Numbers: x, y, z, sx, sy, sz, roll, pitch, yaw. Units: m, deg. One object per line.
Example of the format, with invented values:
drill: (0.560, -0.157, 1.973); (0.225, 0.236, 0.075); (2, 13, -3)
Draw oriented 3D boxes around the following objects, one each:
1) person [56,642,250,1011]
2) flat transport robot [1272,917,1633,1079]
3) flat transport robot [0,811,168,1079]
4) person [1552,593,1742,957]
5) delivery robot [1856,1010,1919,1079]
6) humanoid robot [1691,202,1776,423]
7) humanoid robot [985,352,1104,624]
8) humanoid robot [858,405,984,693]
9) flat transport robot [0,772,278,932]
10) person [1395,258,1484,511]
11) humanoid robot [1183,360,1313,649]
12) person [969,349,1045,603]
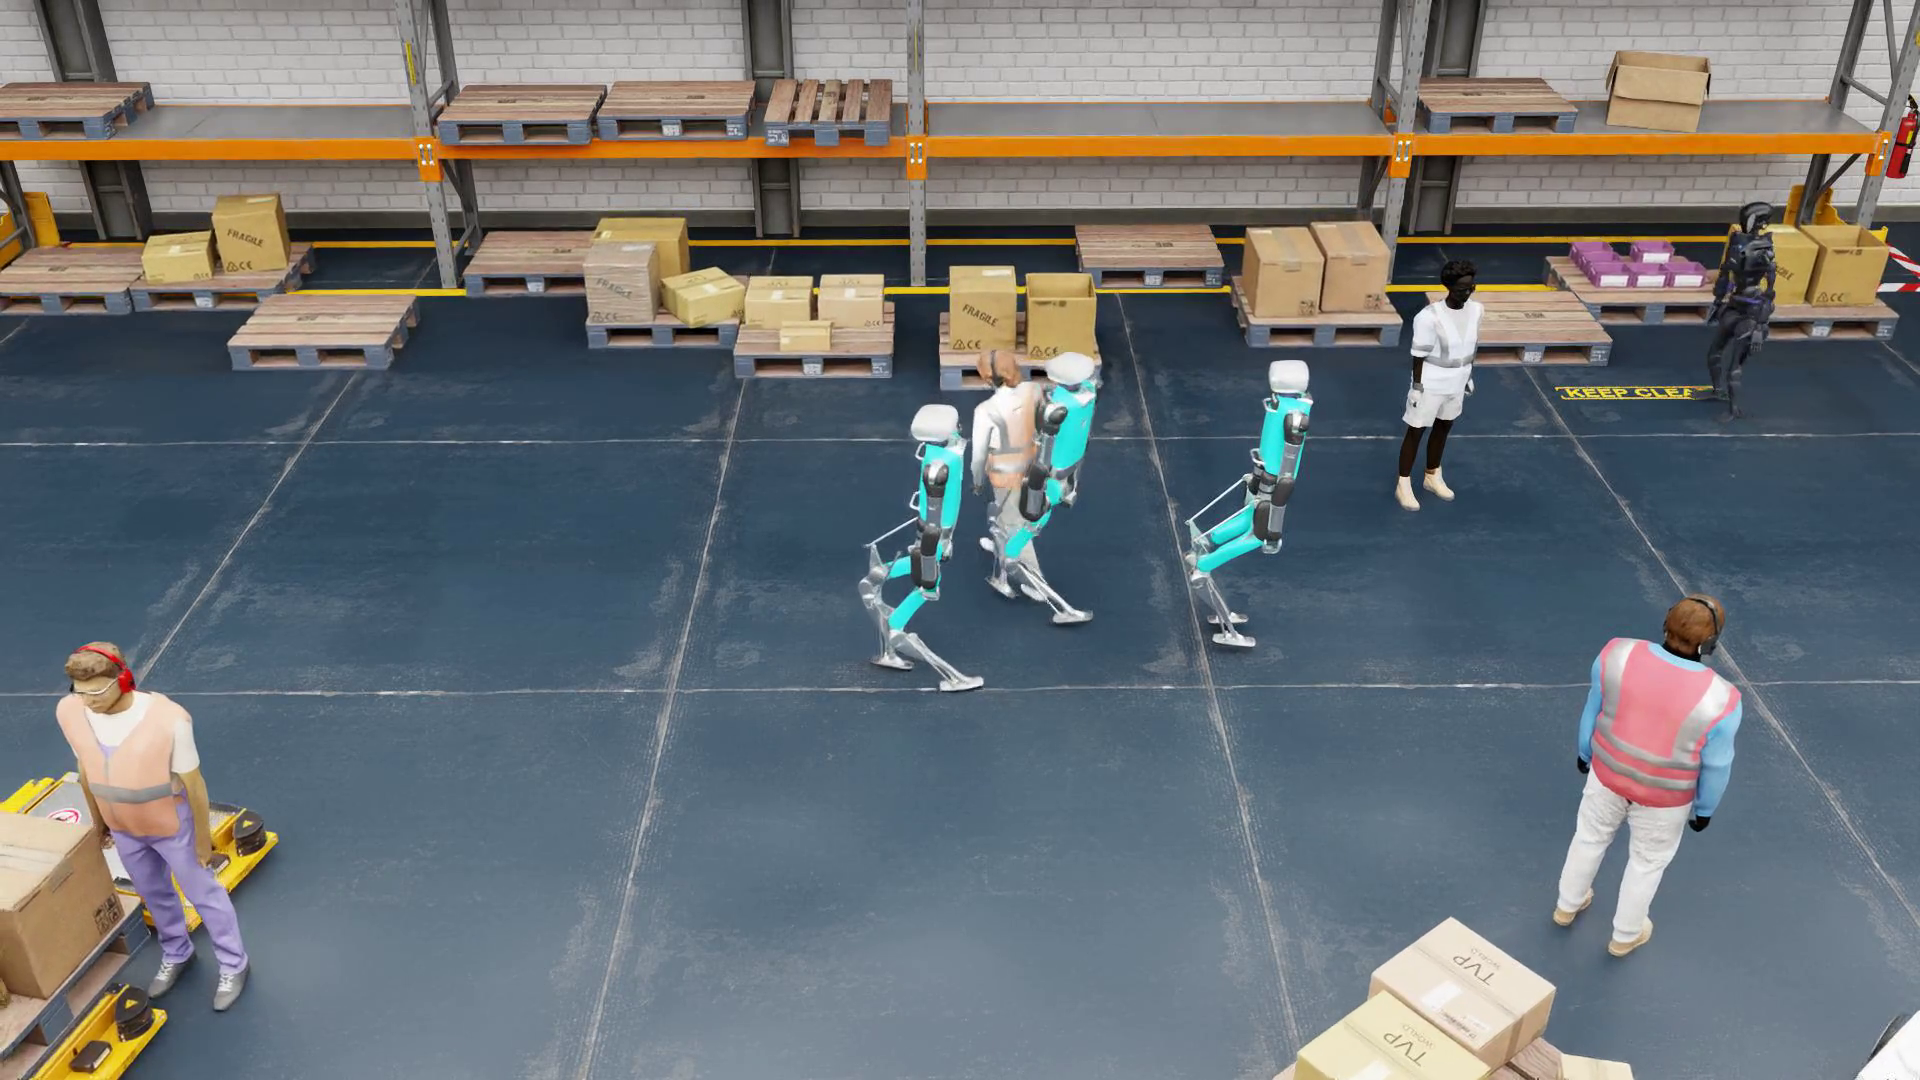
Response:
person: (-3.354, 1.171, 6.940); (0.566, 1.835, 0.375); (6, 31, 10)
flat transport robot: (1.939, 2.426, 6.372); (1.431, 0.231, 0.659); (-22, 38, -32)
flat transport robot: (-4.161, 2.075, 6.957); (1.431, 0.231, 0.659); (7, 32, 11)
person: (2.966, 1.024, 7.192); (0.638, 1.831, 0.430); (25, 39, 35)
delivery robot: (3.836, 2.147, 6.577); (0.812, 0.614, 0.499); (-23, 38, -33)
humanoid robot: (5.513, -1.601, 11.724); (0.405, 1.639, 0.612); (-6, 32, -10)
humanoid robot: (0.351, -0.314, 9.527); (0.975, 1.742, 0.531); (19, 36, 28)
humanoid robot: (-0.320, 0.075, 8.885); (0.889, 1.781, 0.574); (5, 31, 9)
flat transport robot: (-4.094, 1.468, 7.968); (1.431, 0.231, 0.659); (8, 32, 14)
person: (3.095, -1.006, 10.698); (0.531, 1.696, 0.319); (-15, 34, -23)
humanoid robot: (1.518, -0.195, 9.214); (0.720, 1.692, 0.532); (0, 31, -1)
person: (0.256, -0.418, 9.810); (0.553, 1.596, 0.769); (-25, 39, -35)
